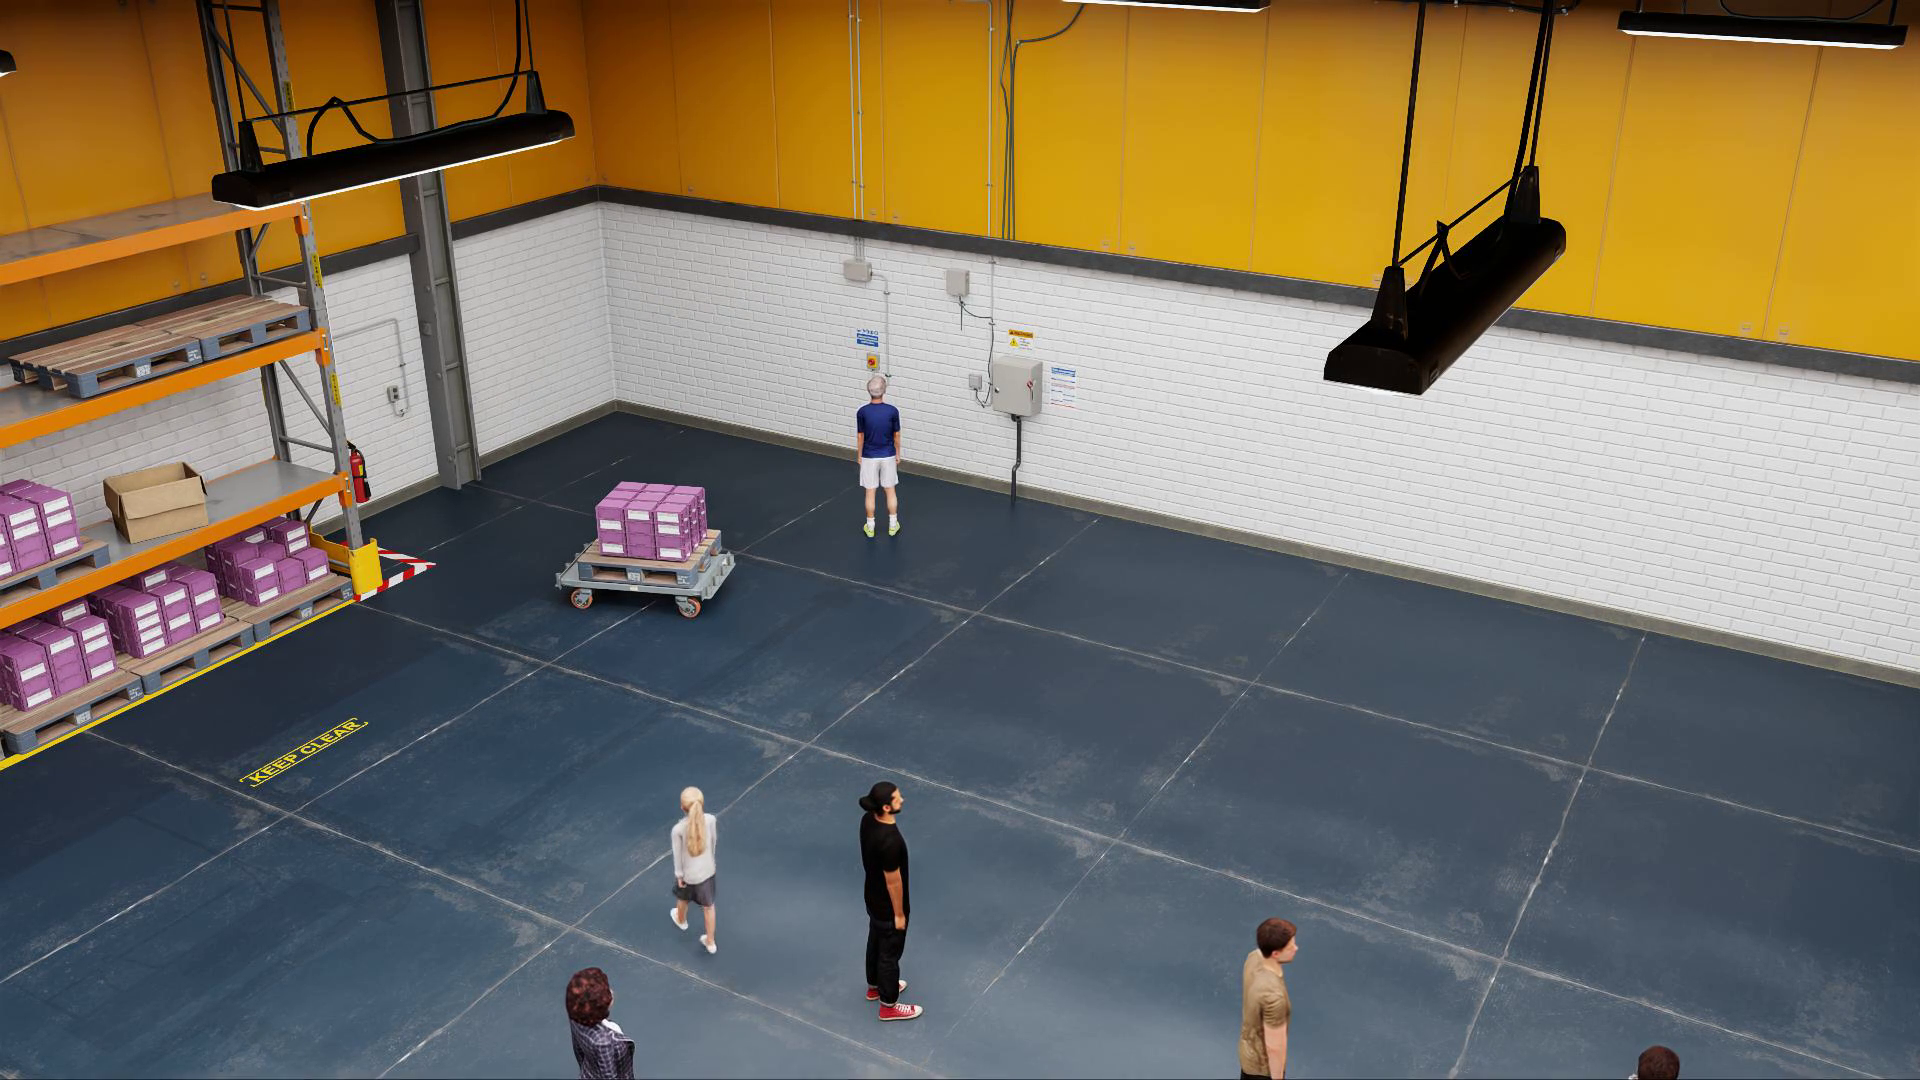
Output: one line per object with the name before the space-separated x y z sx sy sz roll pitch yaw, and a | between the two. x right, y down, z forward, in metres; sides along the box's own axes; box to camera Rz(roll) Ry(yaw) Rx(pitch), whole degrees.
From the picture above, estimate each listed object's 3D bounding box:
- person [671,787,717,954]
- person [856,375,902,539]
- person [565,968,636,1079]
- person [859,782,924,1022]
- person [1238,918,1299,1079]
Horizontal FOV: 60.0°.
person | -1.817 2.332 11.642 0.789 1.253 0.783 -12 26 -25
person | -0.902 -0.929 18.374 0.713 1.837 0.745 -3 24 -8
person | -1.991 3.117 9.285 0.684 1.702 0.692 -16 28 -33
person | -0.492 2.357 10.953 0.761 1.759 0.725 -10 25 -21
person | 1.723 2.939 9.507 0.811 1.851 0.701 -2 24 -3
